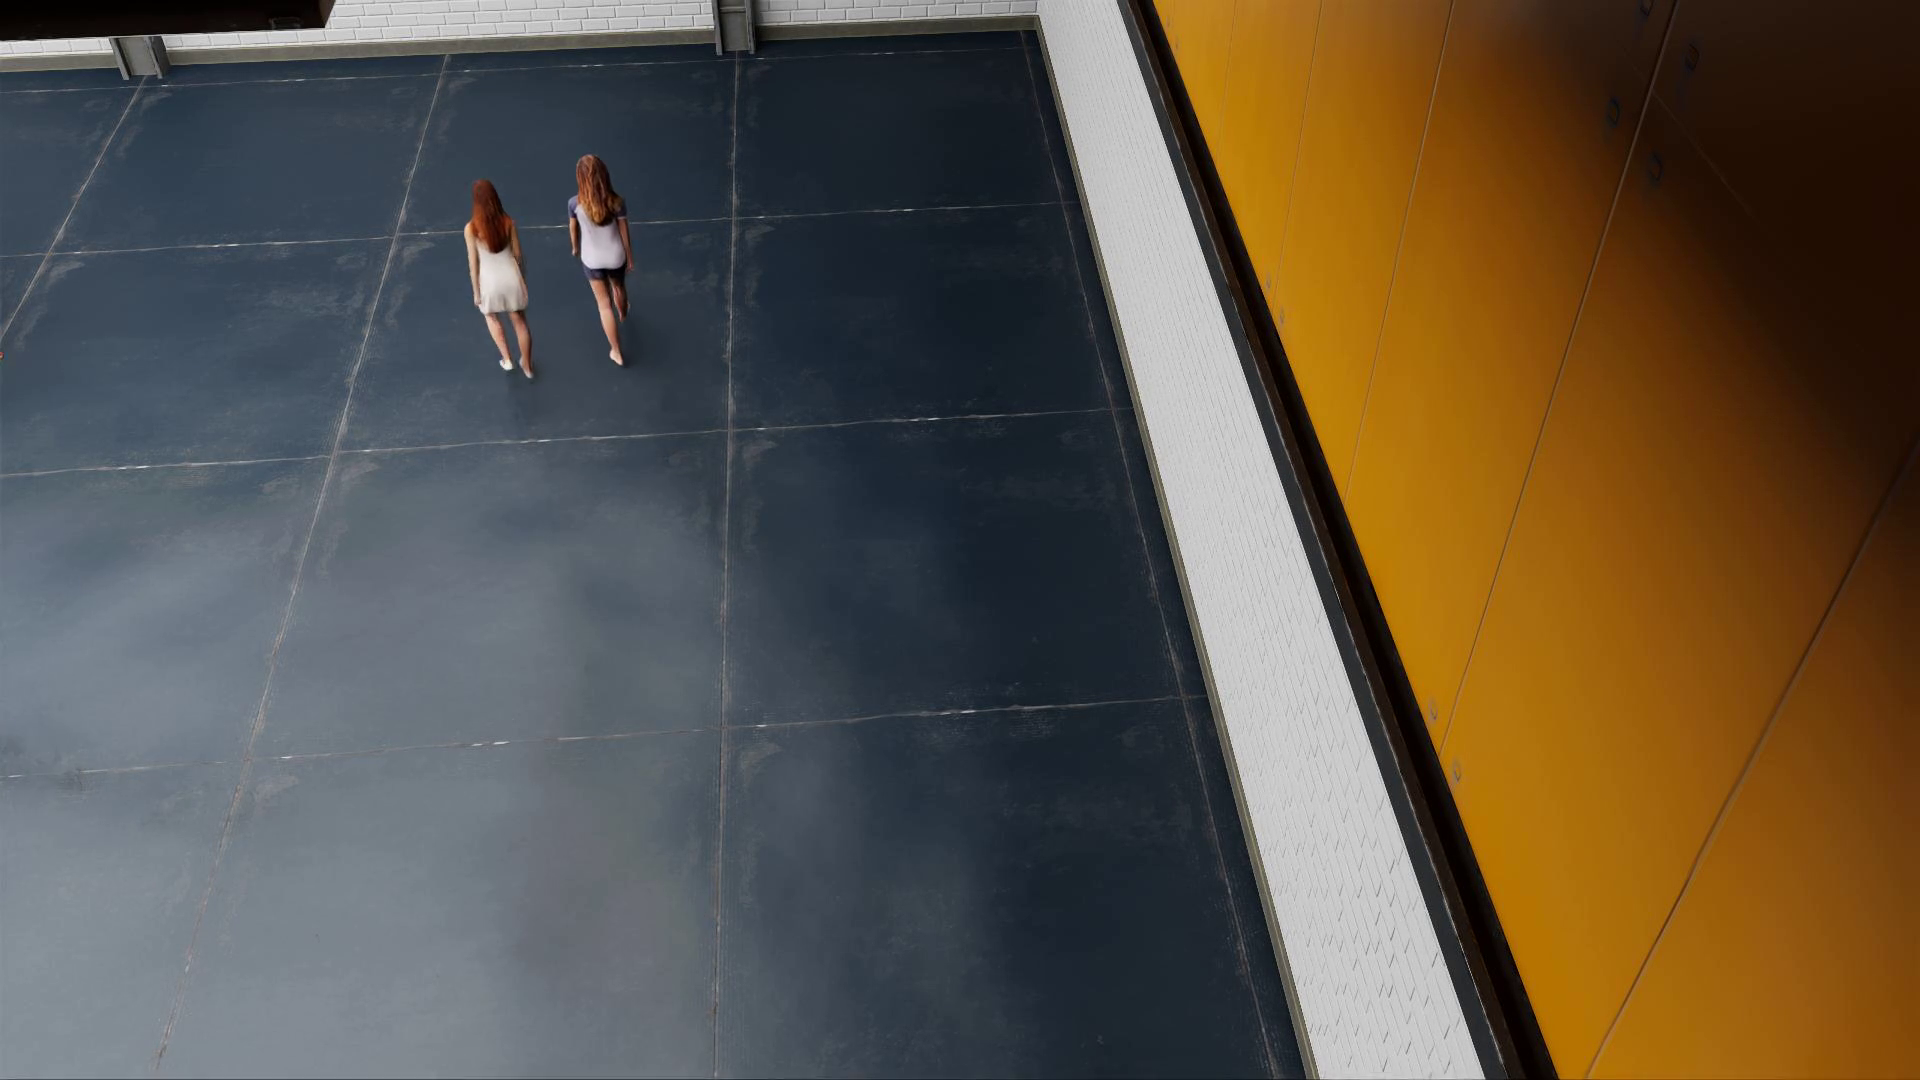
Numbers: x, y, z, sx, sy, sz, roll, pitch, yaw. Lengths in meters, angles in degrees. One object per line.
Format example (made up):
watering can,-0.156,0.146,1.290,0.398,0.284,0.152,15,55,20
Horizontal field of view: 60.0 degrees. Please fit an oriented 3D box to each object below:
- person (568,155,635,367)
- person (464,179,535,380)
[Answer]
person,-2.763,-2.125,12.999,1.001,1.676,0.789,-13,45,-13
person,-3.510,-1.934,12.784,0.640,1.695,0.753,-17,46,-17
